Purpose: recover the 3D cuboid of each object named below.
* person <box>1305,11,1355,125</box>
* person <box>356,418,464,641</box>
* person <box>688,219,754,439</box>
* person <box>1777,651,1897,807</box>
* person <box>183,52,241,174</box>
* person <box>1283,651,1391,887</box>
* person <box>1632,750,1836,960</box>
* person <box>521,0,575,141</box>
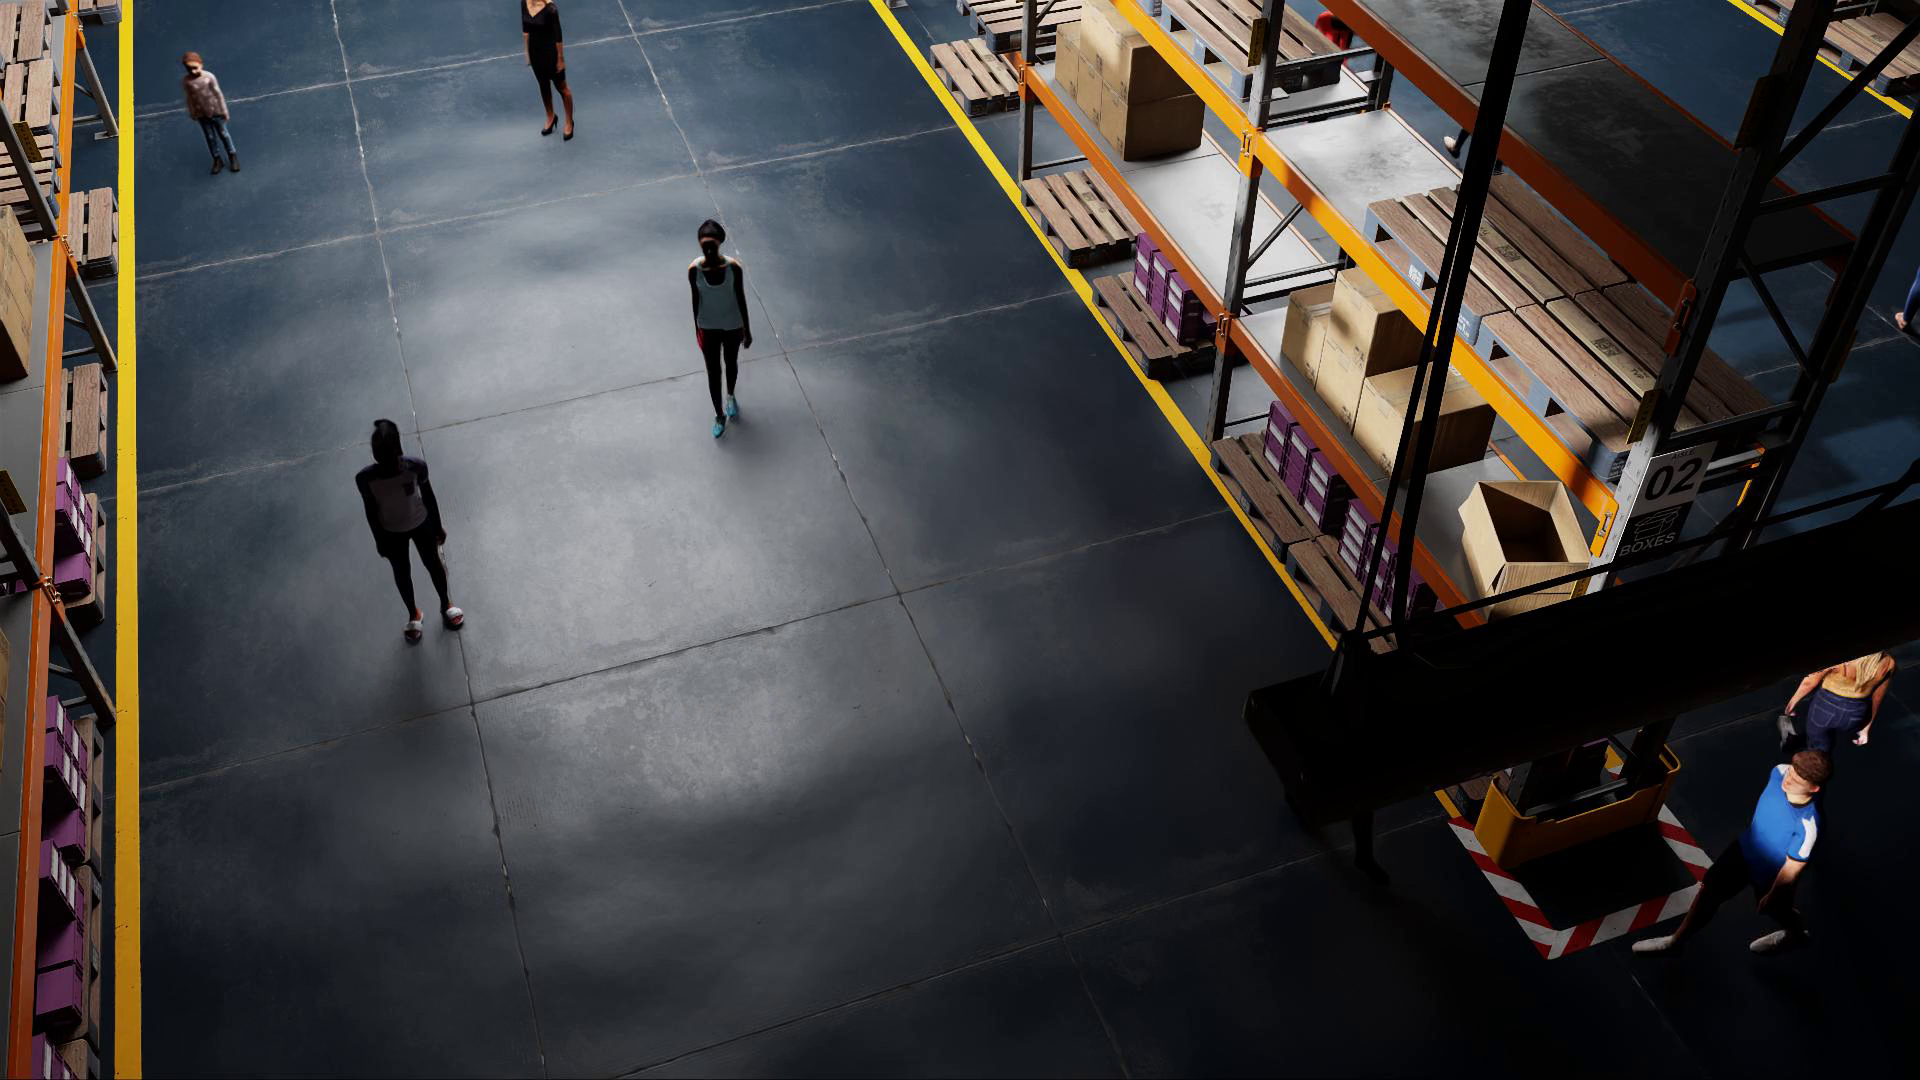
[{"bbox_3d":[3.465,-4.408,15.628,0.659,1.684,0.799,-17,46,-17],"label":"person"},{"bbox_3d":[-3.669,-0.079,11.053,0.617,1.727,0.559,-16,46,-17],"label":"person"},{"bbox_3d":[-1.823,-1.688,12.724,0.645,1.751,0.817,-8,44,-8],"label":"person"},{"bbox_3d":[5.208,1.133,9.888,0.933,1.579,1.212,6,44,6],"label":"person"},{"bbox_3d":[-7.038,-4.027,15.584,0.518,1.194,0.522,-6,44,-6],"label":"person"},{"bbox_3d":[2.194,1.219,9.749,0.793,1.645,1.167,-26,49,-25],"label":"person"},{"bbox_3d":[4.493,1.759,9.056,0.921,1.821,1.267,-6,44,-6],"label":"person"},{"bbox_3d":[-3.941,-4.627,15.864,0.601,1.677,0.661,18,46,18],"label":"person"}]
